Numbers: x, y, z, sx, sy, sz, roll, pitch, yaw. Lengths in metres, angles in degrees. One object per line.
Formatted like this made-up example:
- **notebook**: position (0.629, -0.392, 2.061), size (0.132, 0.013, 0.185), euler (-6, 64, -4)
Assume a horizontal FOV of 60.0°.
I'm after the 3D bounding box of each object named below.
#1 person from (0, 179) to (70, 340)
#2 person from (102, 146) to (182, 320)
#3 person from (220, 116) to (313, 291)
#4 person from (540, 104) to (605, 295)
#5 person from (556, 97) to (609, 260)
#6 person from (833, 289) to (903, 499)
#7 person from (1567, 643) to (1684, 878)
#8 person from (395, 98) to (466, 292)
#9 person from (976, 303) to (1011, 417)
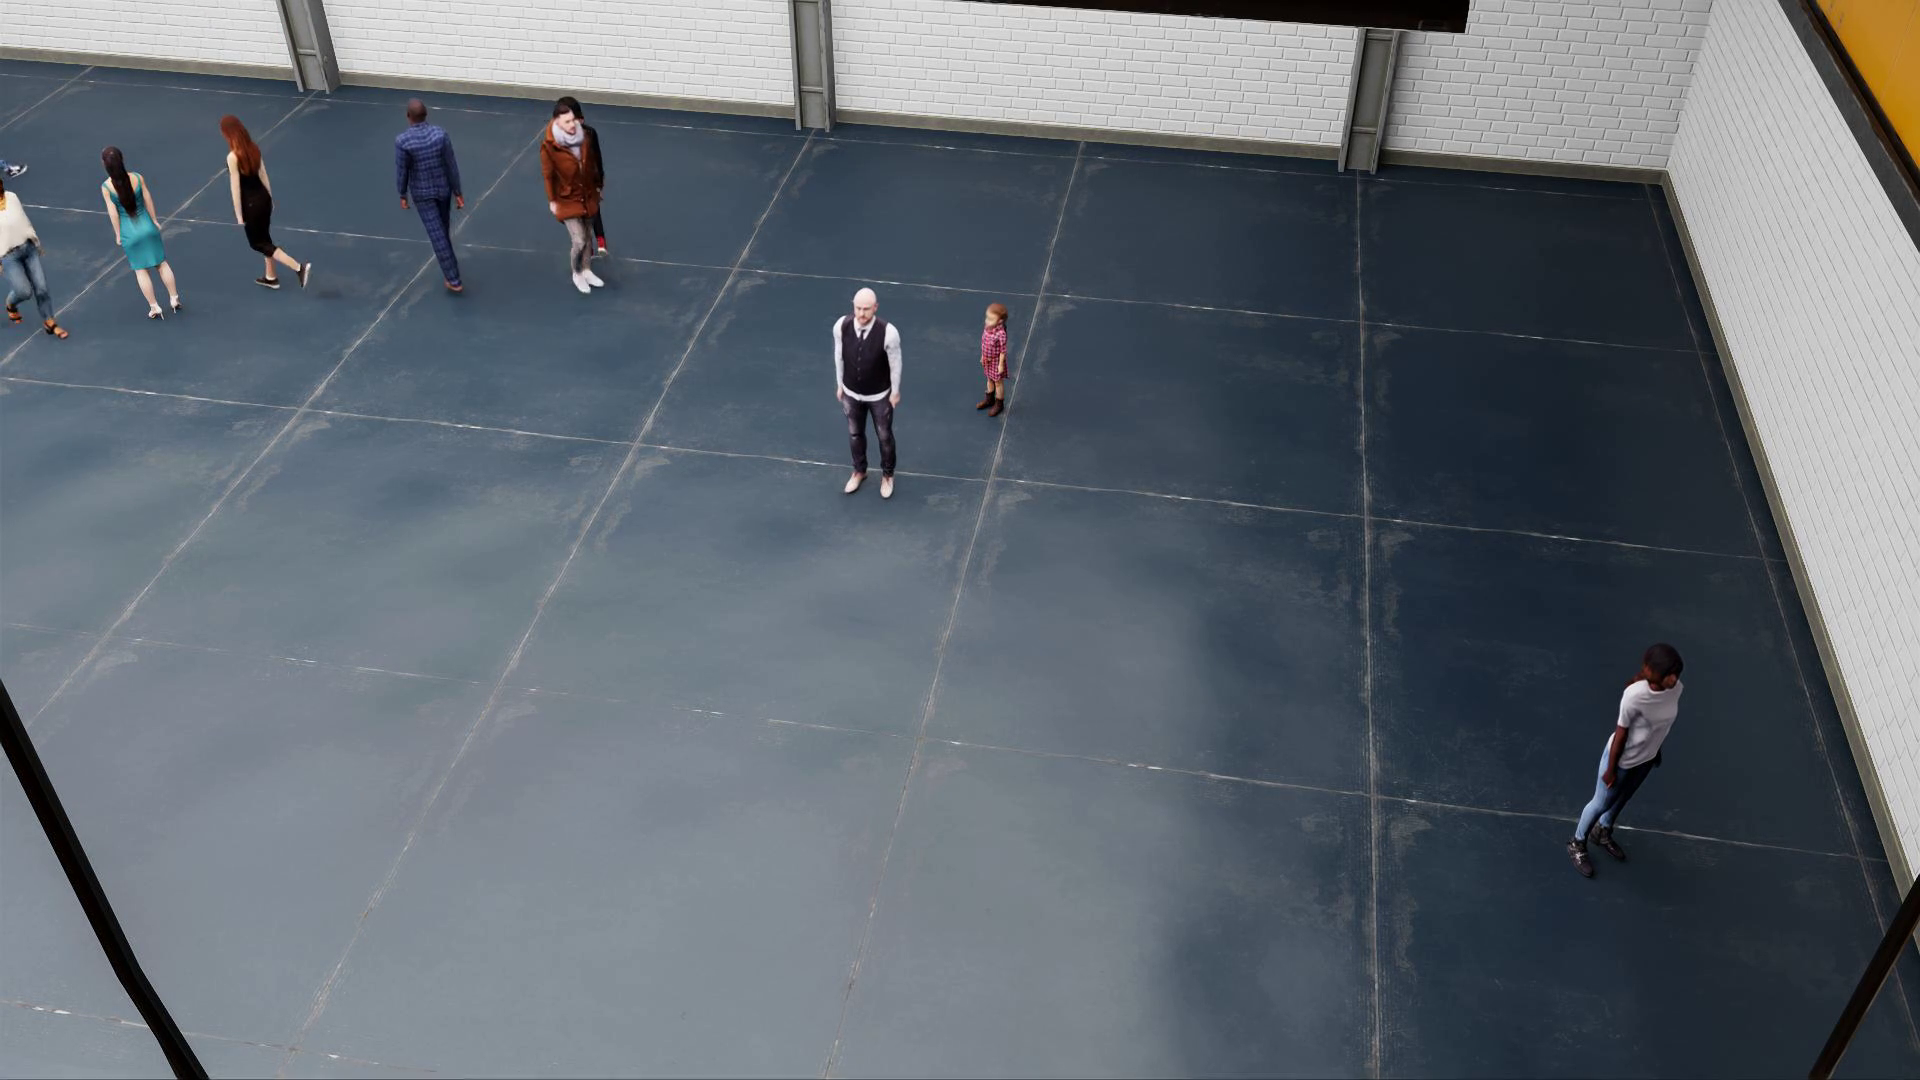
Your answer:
- **person**: position (-8.423, -2.549, 14.752), size (0.888, 1.666, 0.765), euler (18, 42, 22)
- **person**: position (-7.422, -2.777, 15.022), size (0.626, 1.687, 0.654), euler (-32, 48, -33)
- **person**: position (-6.429, -3.063, 15.365), size (0.989, 1.704, 0.704), euler (8, 39, 10)
- **person**: position (-3.620, -3.180, 15.411), size (0.859, 1.830, 0.842), euler (27, 46, 29)
- **person**: position (-3.596, -3.383, 15.803), size (0.827, 1.658, 0.879), euler (-16, 41, -19)
- **person**: position (-0.710, -1.154, 12.879), size (0.558, 1.824, 0.769), euler (11, 40, 13)
- **person**: position (3.986, 1.290, 9.903), size (0.644, 1.719, 0.732), euler (-17, 42, -20)
- **person**: position (-4.871, -3.150, 15.429), size (1.240, 1.761, 1.238), euler (-20, 43, -24)
- **person**: position (0.294, -1.537, 14.000), size (0.562, 1.023, 0.498), euler (-27, 46, -30)
